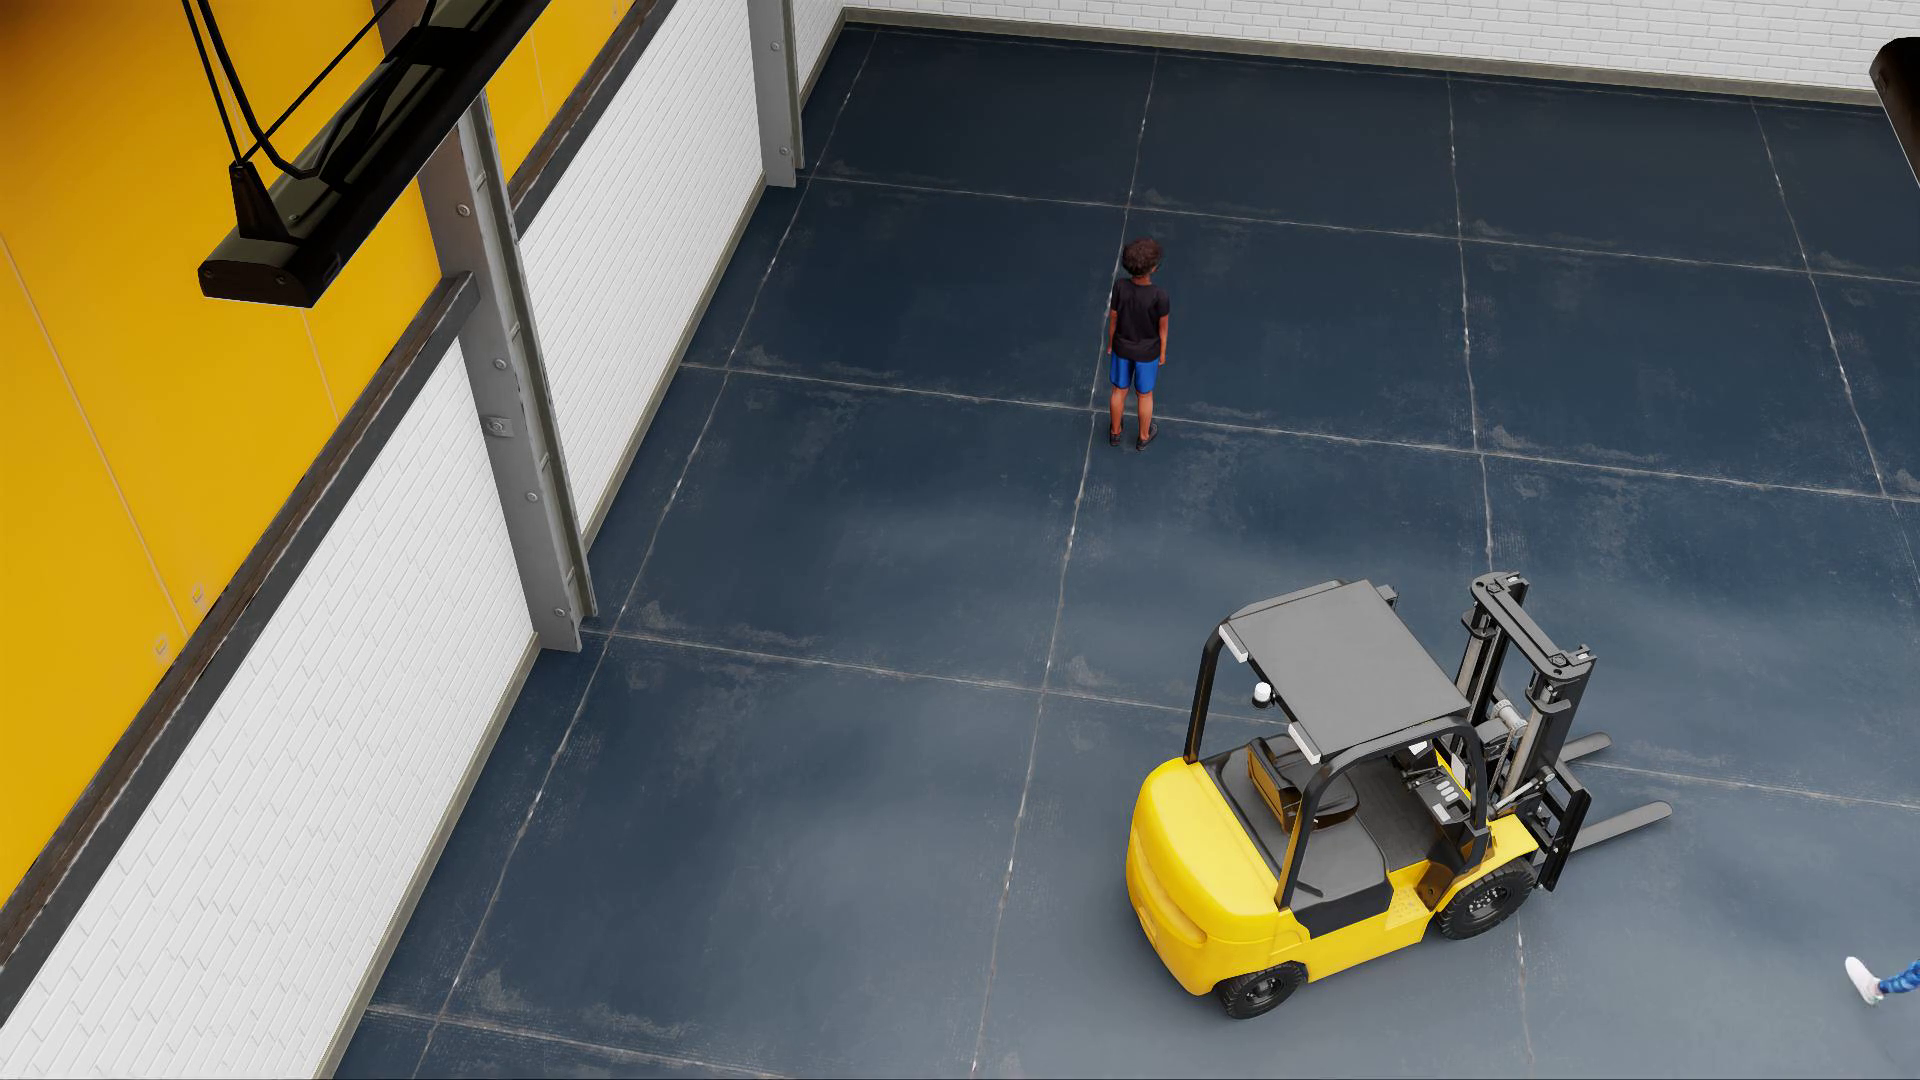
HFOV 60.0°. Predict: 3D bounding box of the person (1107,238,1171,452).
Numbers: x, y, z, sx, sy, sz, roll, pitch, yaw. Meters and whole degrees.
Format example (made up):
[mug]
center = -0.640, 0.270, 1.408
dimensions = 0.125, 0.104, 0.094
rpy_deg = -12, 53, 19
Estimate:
[person]
center = 1.306, -1.435, 12.335
dimensions = 0.635, 1.794, 0.597
rpy_deg = 13, 45, 13
